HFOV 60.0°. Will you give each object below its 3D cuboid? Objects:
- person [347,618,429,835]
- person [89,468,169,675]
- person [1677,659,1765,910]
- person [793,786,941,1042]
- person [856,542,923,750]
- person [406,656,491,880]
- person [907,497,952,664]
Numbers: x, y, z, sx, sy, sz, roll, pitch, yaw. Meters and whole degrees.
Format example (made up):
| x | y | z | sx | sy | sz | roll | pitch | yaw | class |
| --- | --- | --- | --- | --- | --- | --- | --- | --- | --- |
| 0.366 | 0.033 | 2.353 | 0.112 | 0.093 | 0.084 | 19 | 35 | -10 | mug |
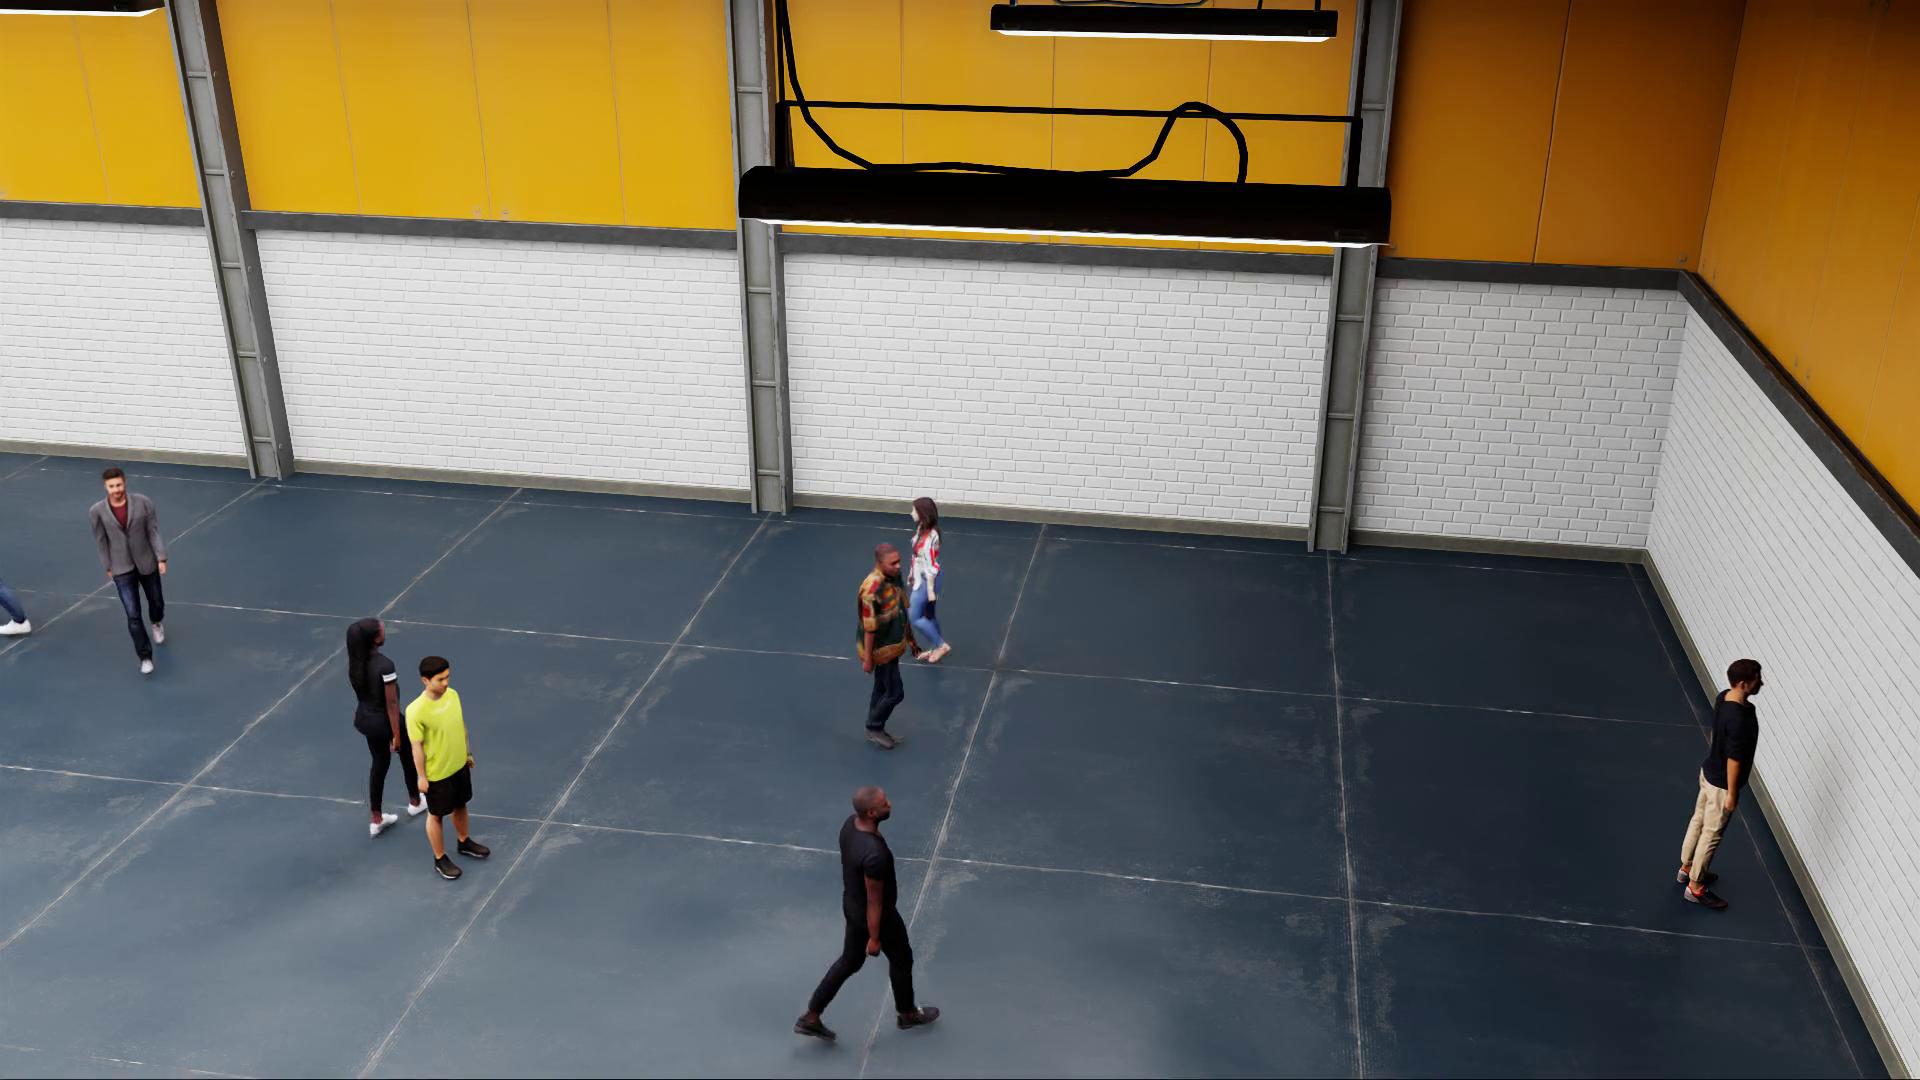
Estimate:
| x | y | z | sx | sy | sz | roll | pitch | yaw | class |
| --- | --- | --- | --- | --- | --- | --- | --- | --- | --- |
| -4.307 | 1.397 | 12.232 | 0.873 | 1.714 | 0.827 | 12 | 26 | 25 | person |
| -7.340 | 0.210 | 14.784 | 1.201 | 1.843 | 1.214 | -13 | 27 | -28 | person |
| 5.261 | 1.643 | 11.489 | 0.509 | 1.857 | 0.652 | 5 | 24 | 11 | person |
| -0.632 | 2.305 | 10.068 | 1.280 | 1.782 | 1.077 | -9 | 25 | -20 | person |
| -0.689 | 0.832 | 13.427 | 0.780 | 1.791 | 0.745 | 9 | 25 | 20 | person |
| -3.689 | 1.580 | 11.822 | 0.629 | 1.706 | 0.680 | 11 | 26 | 24 | person |
| -0.201 | 0.368 | 14.727 | 0.671 | 1.600 | 0.663 | 0 | 24 | 1 | person |
